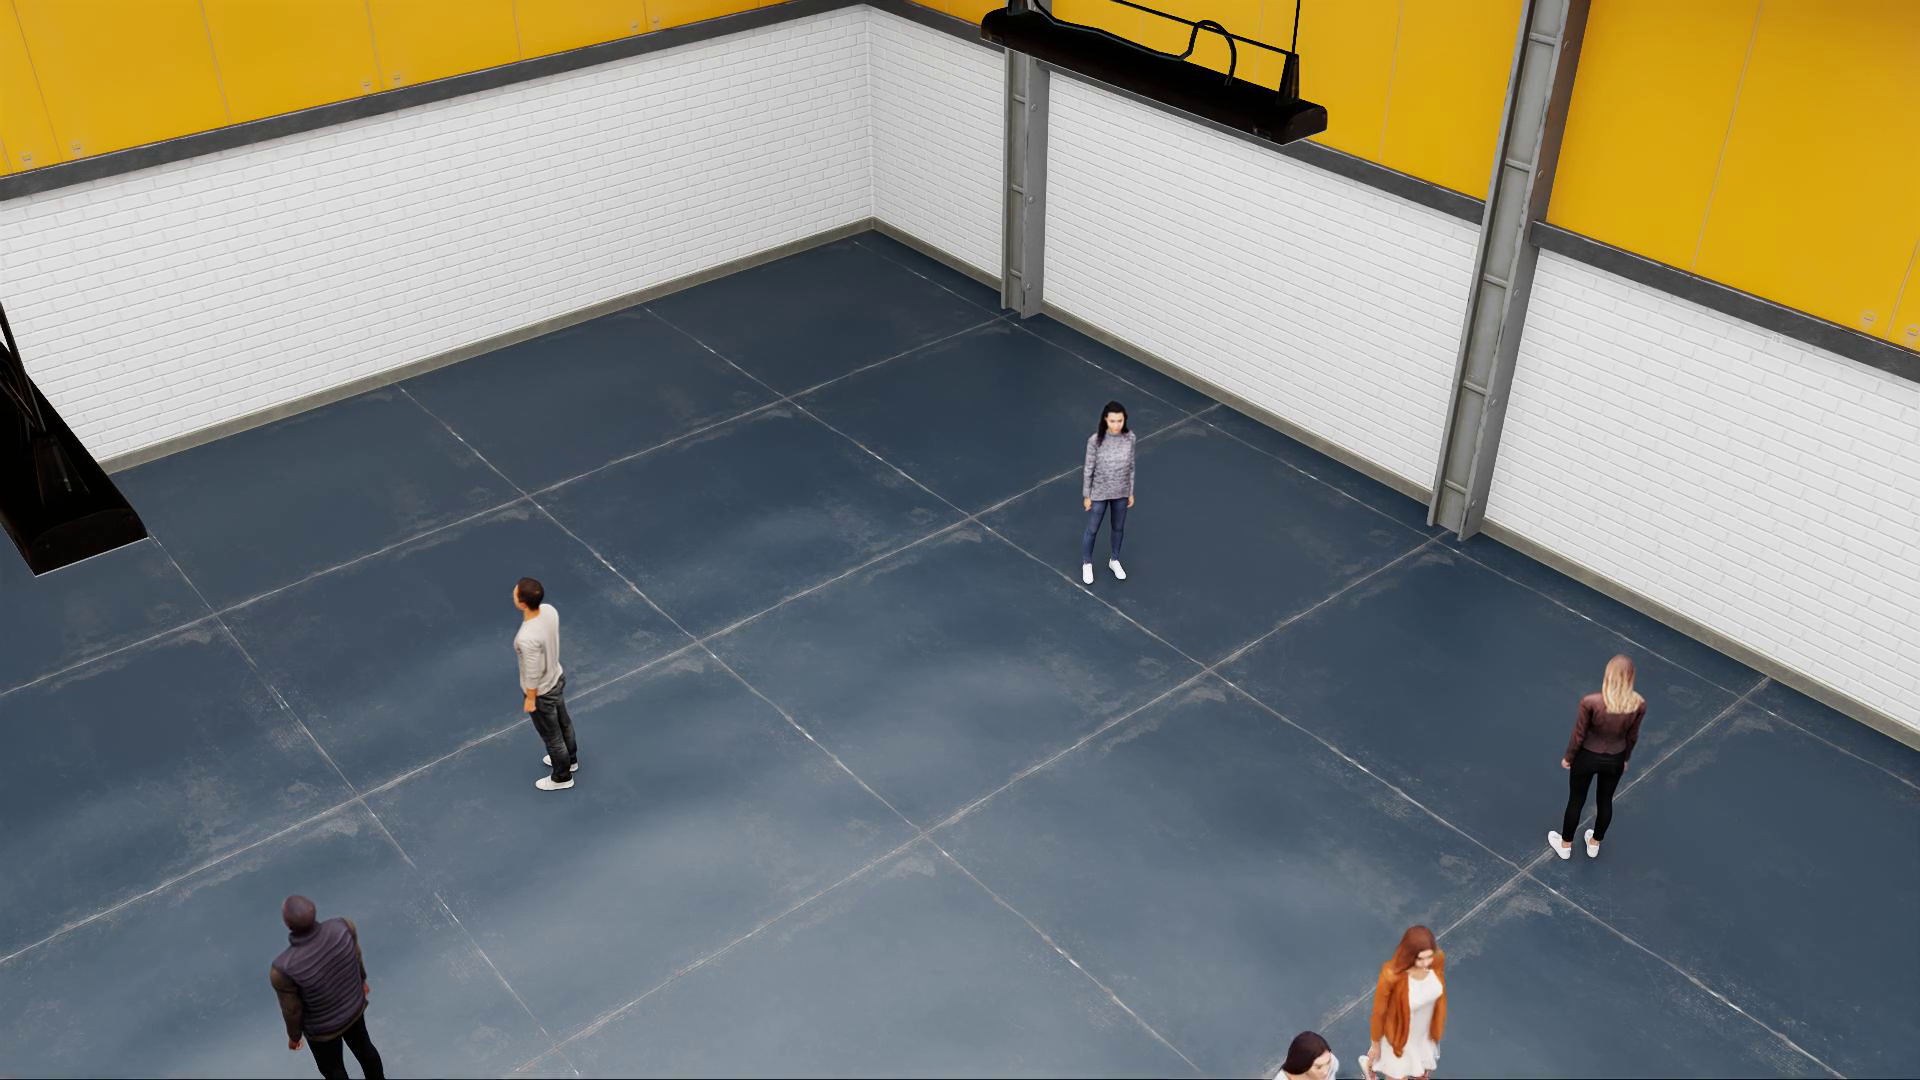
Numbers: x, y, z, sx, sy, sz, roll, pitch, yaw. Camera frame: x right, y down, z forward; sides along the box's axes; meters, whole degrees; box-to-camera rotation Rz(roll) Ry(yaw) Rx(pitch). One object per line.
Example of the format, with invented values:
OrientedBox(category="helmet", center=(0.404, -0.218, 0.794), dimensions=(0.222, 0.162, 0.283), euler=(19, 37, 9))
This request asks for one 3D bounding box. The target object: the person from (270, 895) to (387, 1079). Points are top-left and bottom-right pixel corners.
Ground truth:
OrientedBox(category="person", center=(-3.585, 2.696, 9.486), dimensions=(0.687, 1.836, 0.756), euler=(20, 38, 27))

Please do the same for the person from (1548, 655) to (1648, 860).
OrientedBox(category="person", center=(4.382, 1.501, 11.404), dimensions=(0.672, 1.704, 0.714), euler=(1, 34, 1))

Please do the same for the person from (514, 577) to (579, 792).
OrientedBox(category="person", center=(-2.994, 1.028, 12.018), dimensions=(0.774, 1.812, 0.721), euler=(4, 34, 5))

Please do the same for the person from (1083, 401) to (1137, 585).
OrientedBox(category="person", center=(1.286, -0.425, 14.276), dimensions=(0.689, 1.731, 0.689), euler=(-6, 34, -10))

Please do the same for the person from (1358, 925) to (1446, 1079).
OrientedBox(category="person", center=(2.506, 2.768, 9.499), dimensions=(0.775, 1.703, 0.942), euler=(-17, 37, -24))

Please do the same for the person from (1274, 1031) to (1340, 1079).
OrientedBox(category="person", center=(1.746, 3.166, 9.002), dimensions=(0.786, 1.590, 1.058), euler=(-15, 37, -22))
